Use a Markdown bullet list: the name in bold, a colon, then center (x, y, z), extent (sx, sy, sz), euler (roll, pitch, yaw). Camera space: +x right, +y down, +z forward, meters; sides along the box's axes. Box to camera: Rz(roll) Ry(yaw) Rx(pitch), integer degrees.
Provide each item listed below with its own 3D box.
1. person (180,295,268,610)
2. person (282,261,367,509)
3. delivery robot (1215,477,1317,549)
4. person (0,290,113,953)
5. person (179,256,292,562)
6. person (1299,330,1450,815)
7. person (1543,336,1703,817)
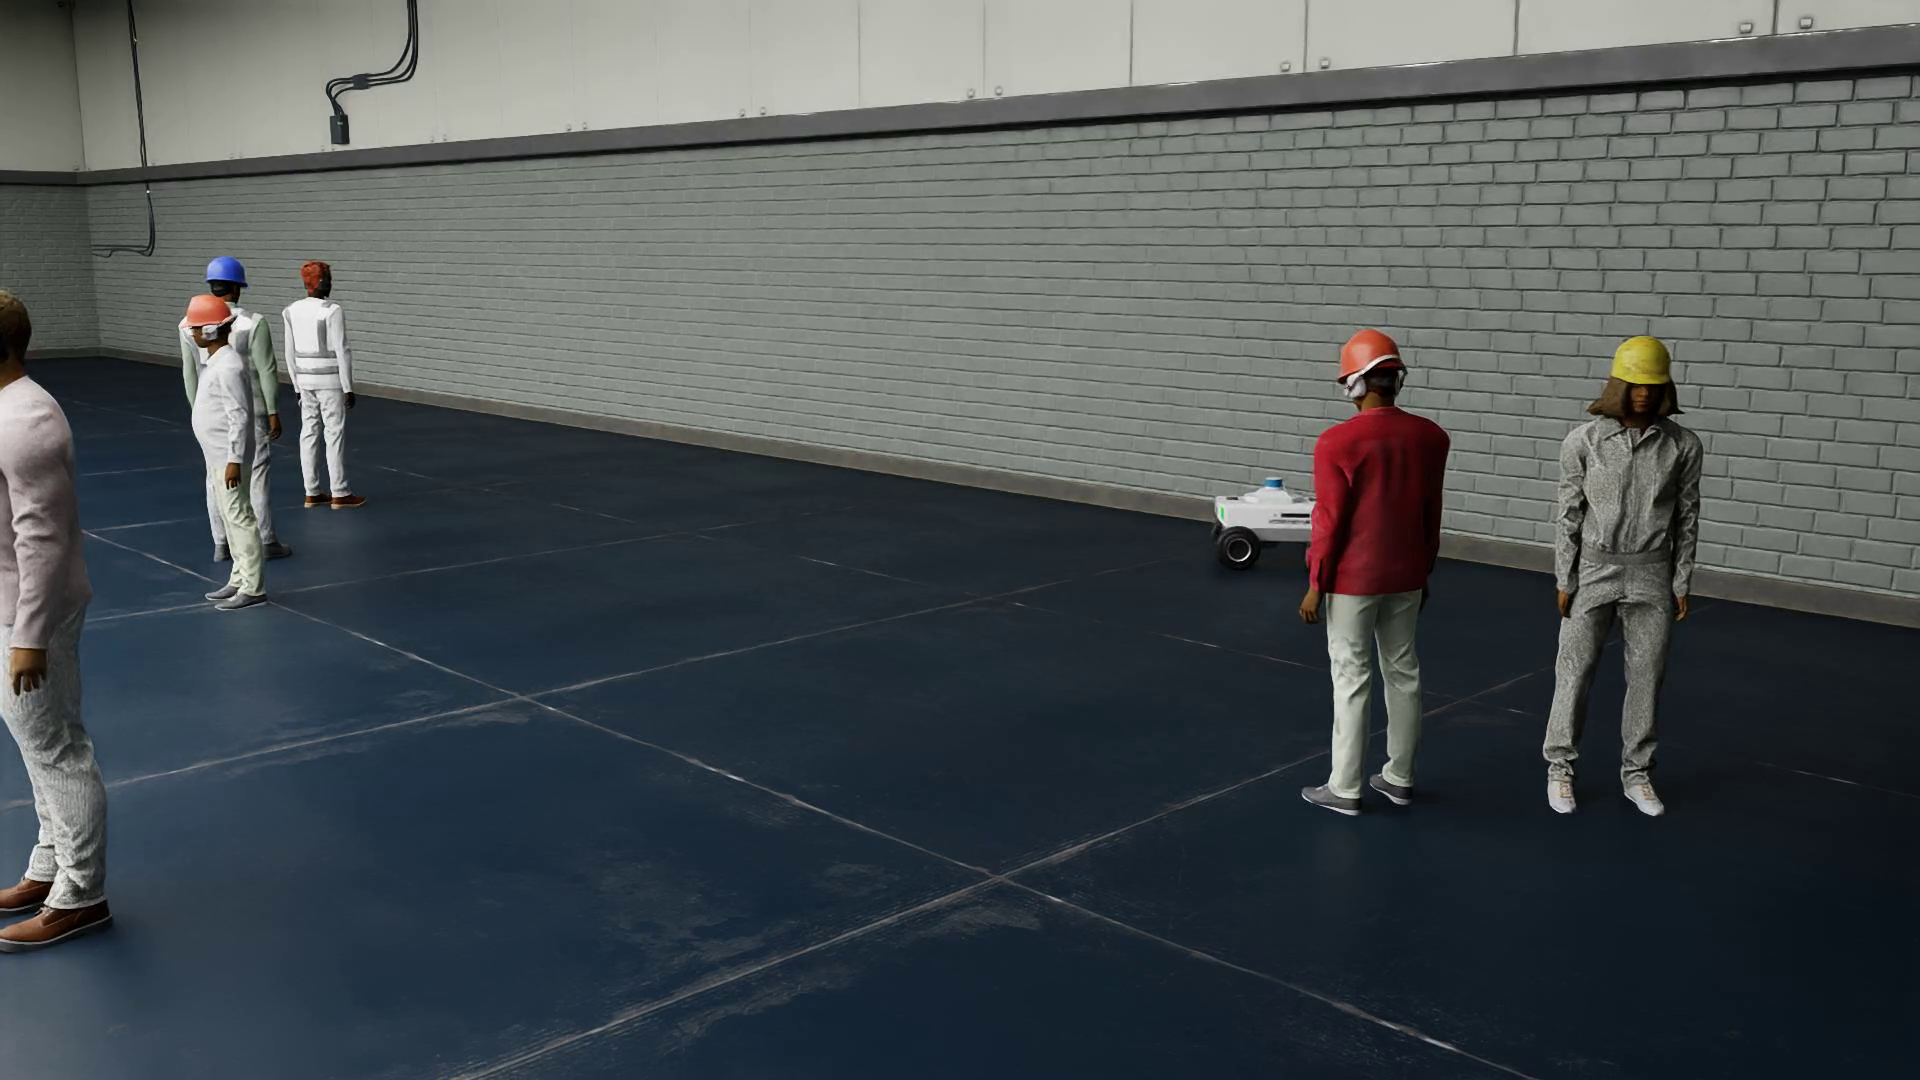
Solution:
- **person**: center (-4.113, -0.487, 9.288), extent (0.335, 1.747, 0.572), euler (-6, 12, -31)
- **person**: center (-4.850, -1.172, 12.668), extent (0.579, 1.883, 0.352), euler (4, 11, 21)
- **delivery robot**: center (1.973, -0.155, 10.488), extent (0.707, 0.478, 0.477), euler (1, 10, 4)
- **person**: center (-2.750, 0.228, 4.881), extent (0.372, 1.940, 0.627), euler (-7, 13, -35)
- **person**: center (-4.611, -0.821, 10.586), extent (0.603, 1.944, 0.391), euler (1, 10, 4)
- **person**: center (1.470, 0.119, 6.006), extent (0.563, 1.742, 0.338), euler (-5, 11, -24)
- **person**: center (2.363, 0.141, 5.925), extent (0.481, 1.733, 0.350), euler (2, 11, 8)
